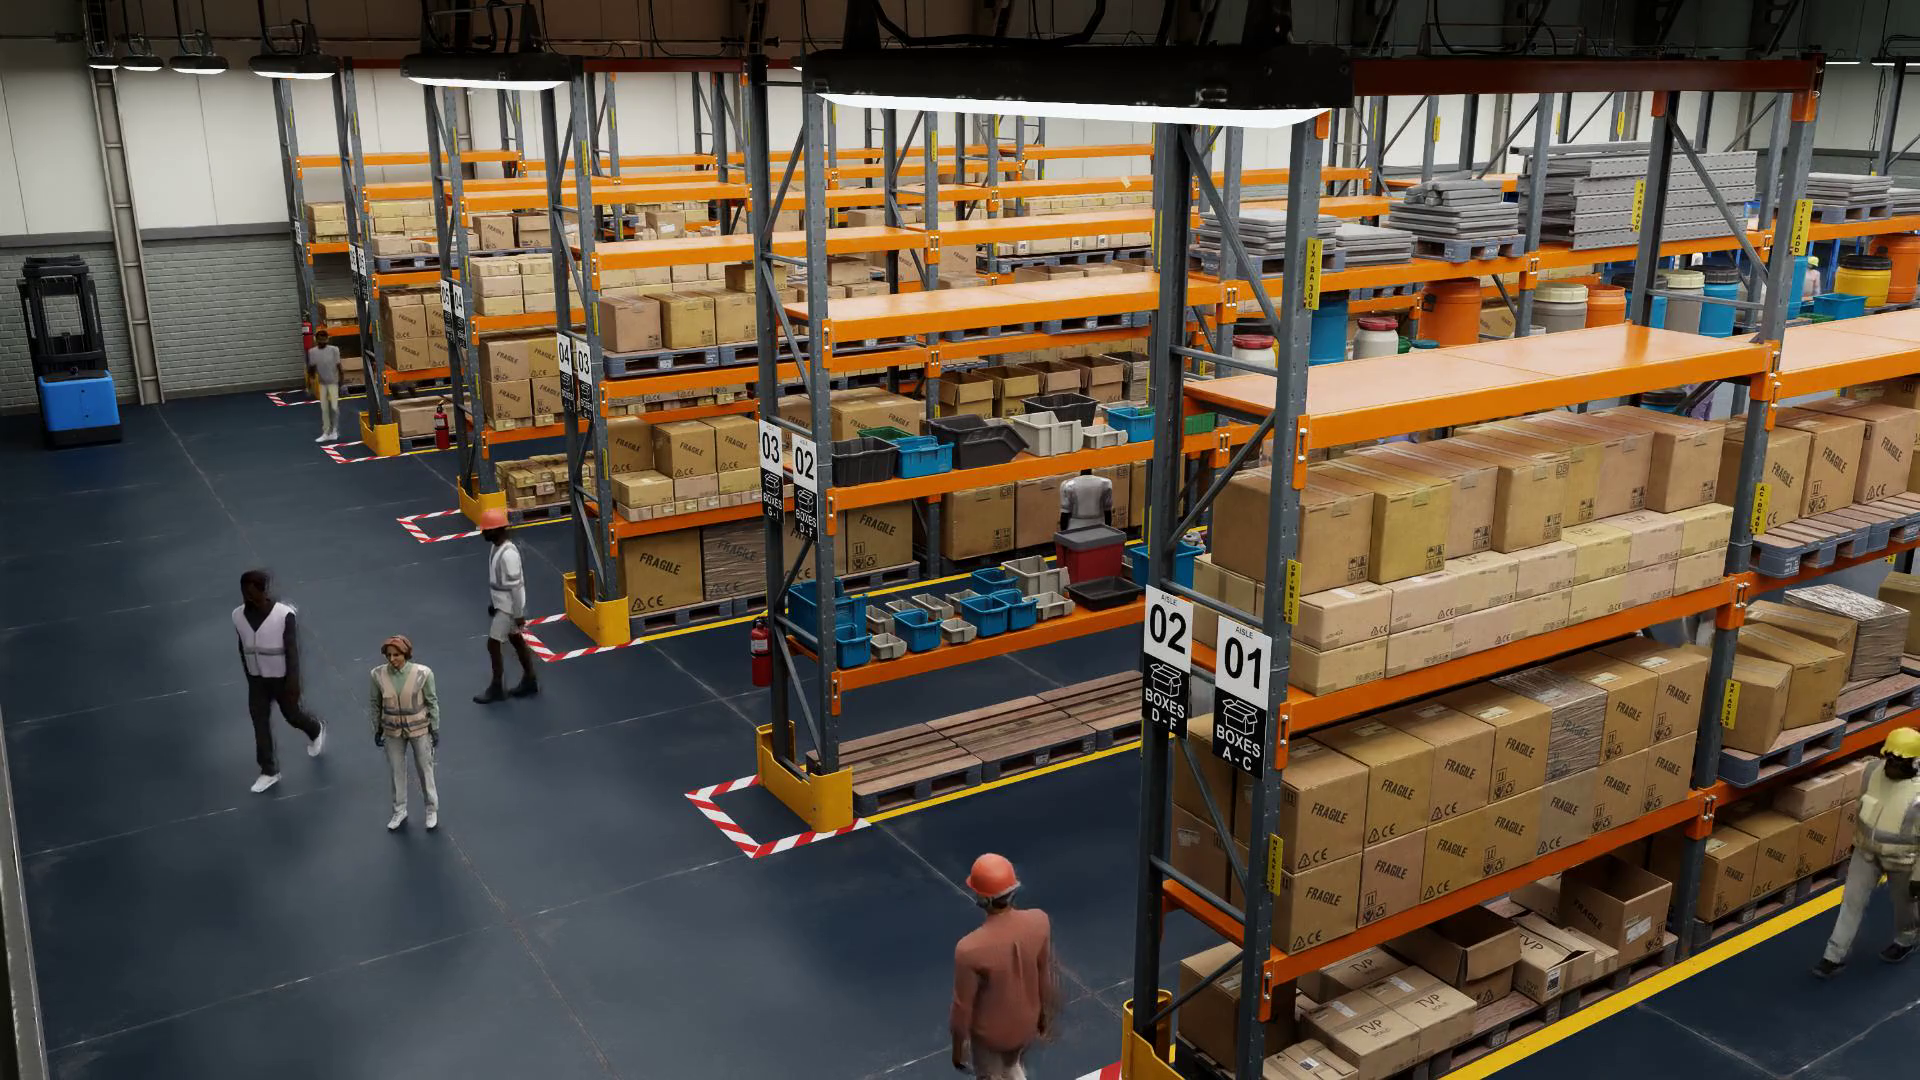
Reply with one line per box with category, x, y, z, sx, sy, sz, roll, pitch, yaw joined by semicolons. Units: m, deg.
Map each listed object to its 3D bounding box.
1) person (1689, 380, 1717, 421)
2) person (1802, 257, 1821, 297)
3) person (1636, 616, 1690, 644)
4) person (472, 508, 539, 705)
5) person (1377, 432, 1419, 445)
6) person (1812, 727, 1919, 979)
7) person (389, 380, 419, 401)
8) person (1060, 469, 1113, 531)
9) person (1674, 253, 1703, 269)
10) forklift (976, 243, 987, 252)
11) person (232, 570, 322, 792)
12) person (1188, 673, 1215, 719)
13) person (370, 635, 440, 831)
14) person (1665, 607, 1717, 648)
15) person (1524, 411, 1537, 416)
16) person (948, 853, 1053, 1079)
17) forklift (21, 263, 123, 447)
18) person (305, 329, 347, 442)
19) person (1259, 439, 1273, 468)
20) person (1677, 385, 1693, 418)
person;11.544;-2.259;24.600;0.639;1.903;0.409;-15;22;-40
person;19.079;-5.501;35.532;0.521;1.725;0.757;-1;17;-4
person;7.419;0.313;16.350;0.944;1.801;0.639;-9;19;-27
person;-4.458;0.631;15.097;0.783;1.910;0.575;-8;19;-25
person;5.678;-1.028;20.528;0.541;1.930;0.384;0;17;1
person;6.228;2.081;10.570;0.924;1.786;0.611;-9;19;-28
person;-9.524;-2.874;26.606;0.571;1.903;0.870;13;21;36
person;1.379;-0.086;17.366;0.610;1.965;0.363;-3;17;-10
person;16.981;-6.078;36.900;0.605;2.033;0.391;7;18;21
forklift;0.988;-5.474;34.718;1.214;2.155;2.313;-10;20;-31
person;-5.861;1.128;13.518;0.594;1.894;0.841;3;17;8
person;2.066;1.355;12.845;0.735;1.852;0.517;-11;20;-32
person;-4.417;1.537;12.620;0.530;1.644;0.347;-1;17;-4
person;7.168;0.676;15.175;0.917;1.794;0.591;-12;21;-34
person;7.438;-1.038;20.905;0.540;1.715;0.898;10;20;29
person;0.202;2.601;8.530;0.638;1.978;0.429;-12;21;-34
forklift;-14.518;-3.079;25.708;1.129;2.768;1.873;-10;20;-31
person;-10.240;-2.489;25.435;0.648;1.851;0.401;1;17;3
person;3.961;-0.826;19.851;0.361;1.930;0.588;-11;20;-32
person;9.786;-1.436;21.762;0.517;1.979;0.636;-6;18;-18
